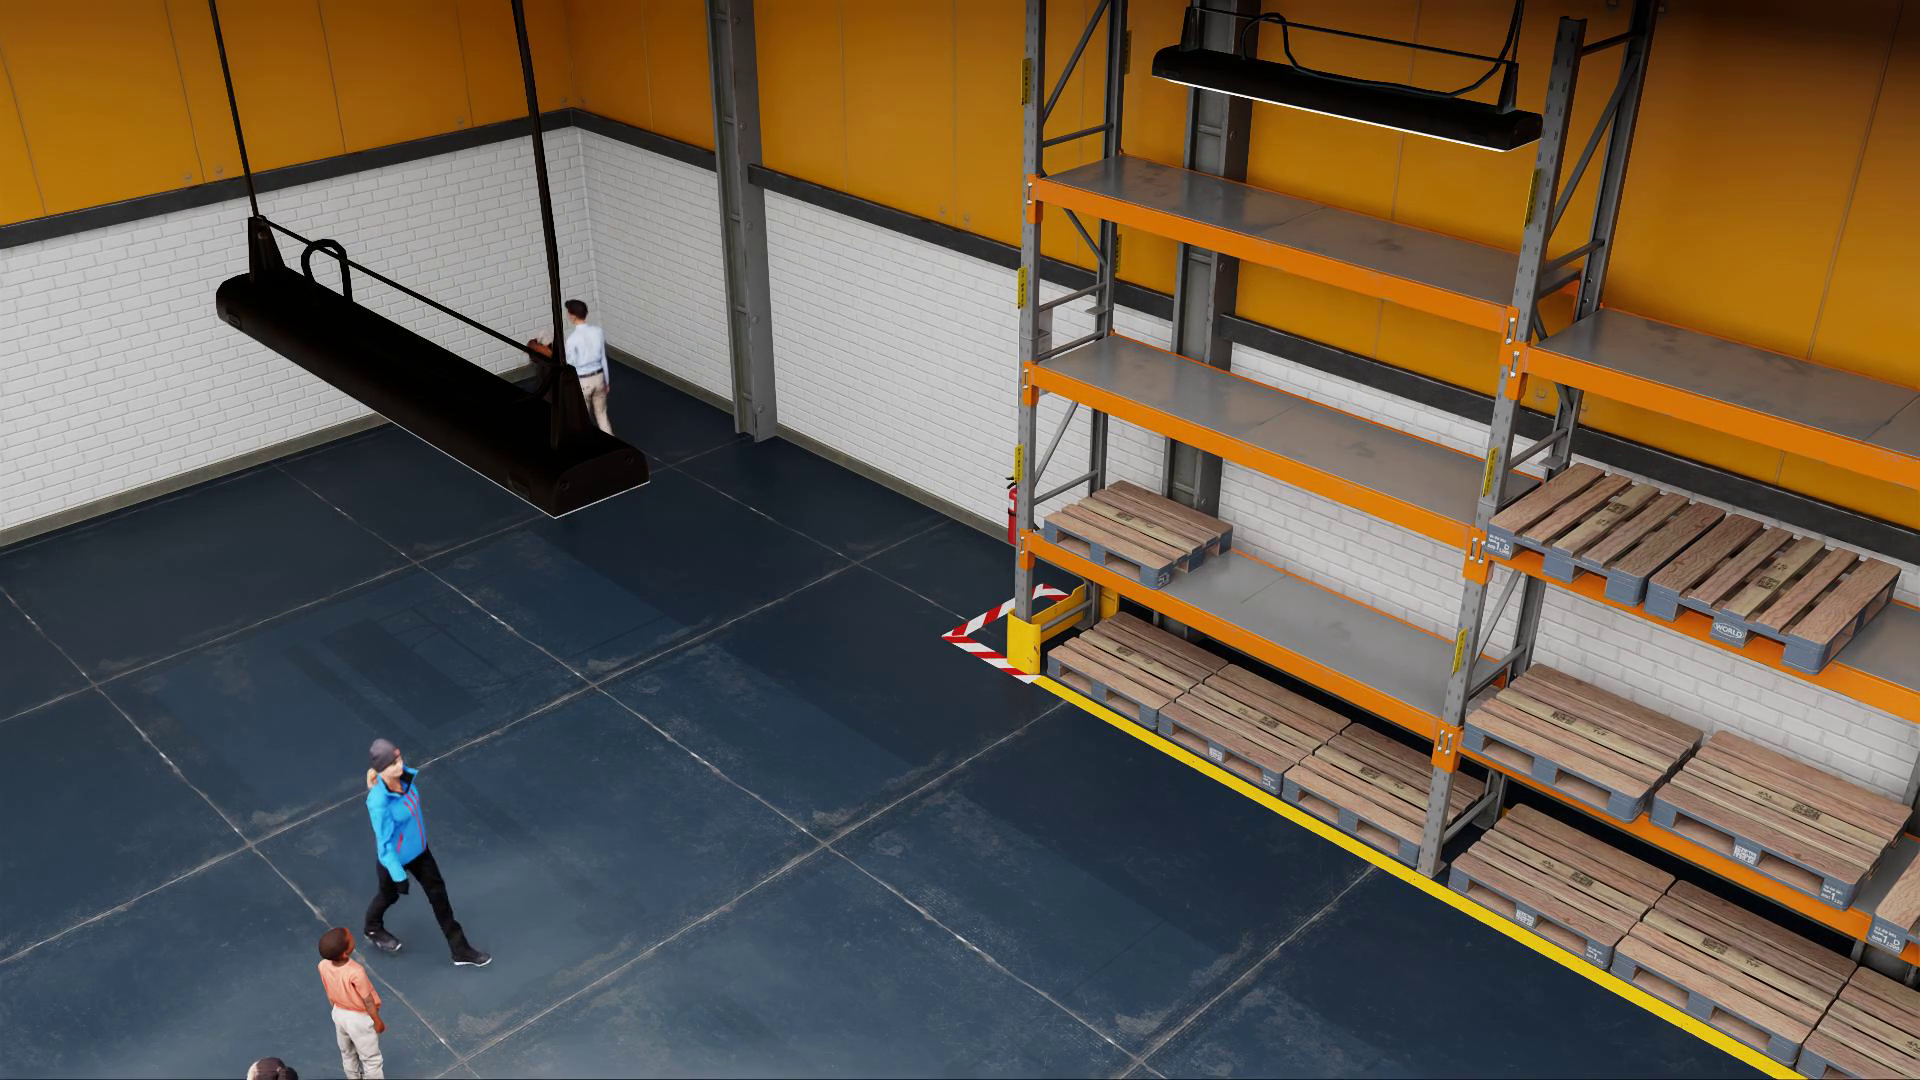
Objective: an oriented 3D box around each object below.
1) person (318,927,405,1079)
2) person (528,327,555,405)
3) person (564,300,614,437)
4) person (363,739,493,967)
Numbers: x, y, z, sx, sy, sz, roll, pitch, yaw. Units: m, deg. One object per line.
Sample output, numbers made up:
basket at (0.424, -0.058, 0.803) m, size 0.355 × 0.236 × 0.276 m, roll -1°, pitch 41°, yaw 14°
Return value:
person at (-3.592, 2.821, 9.856) m, size 0.509 × 1.310 × 0.614 m, roll 12°, pitch 31°, yaw 20°
person at (-4.297, -1.448, 17.371) m, size 0.855 × 1.607 × 0.708 m, roll -12°, pitch 31°, yaw -22°
person at (-3.911, -1.635, 17.472) m, size 0.657 × 1.840 × 0.645 m, roll -22°, pitch 36°, yaw -35°
person at (-3.698, 2.054, 10.803) m, size 1.270 × 1.750 × 1.010 m, roll 8°, pitch 30°, yaw 15°
